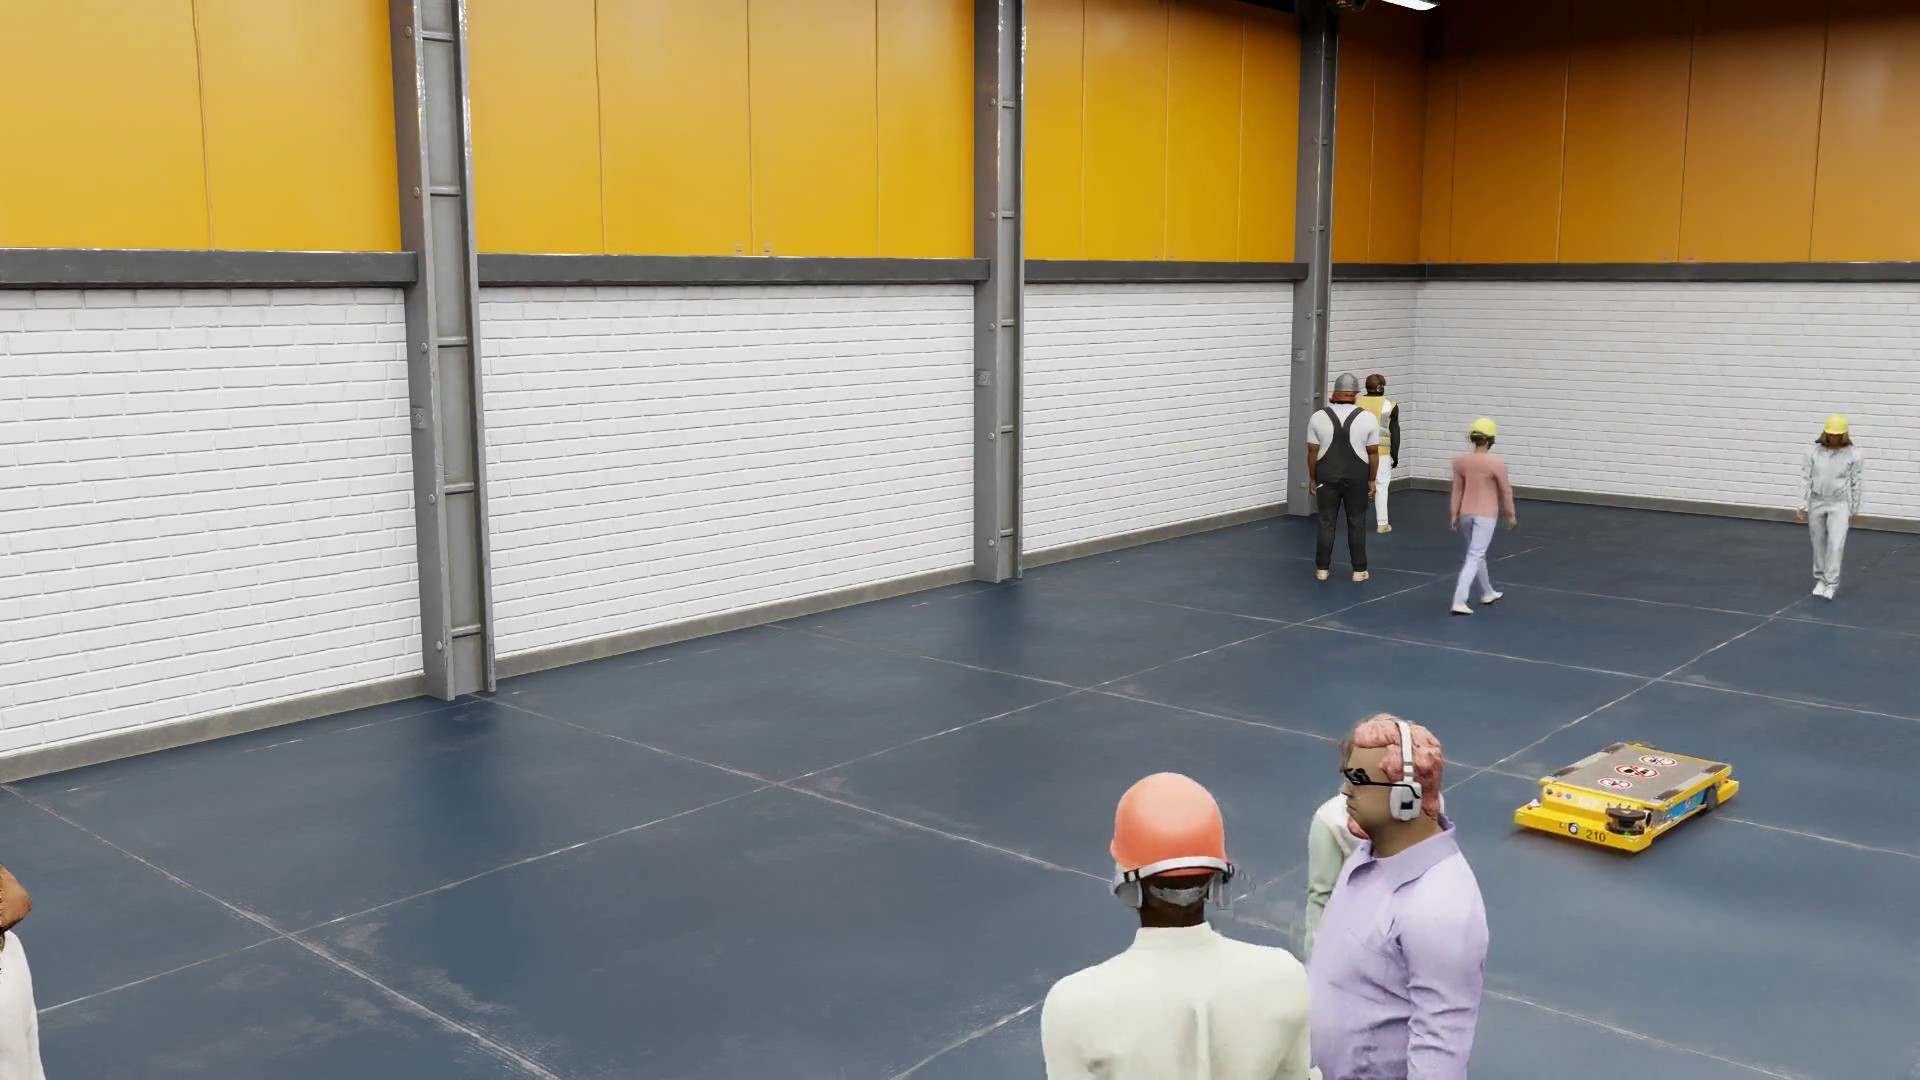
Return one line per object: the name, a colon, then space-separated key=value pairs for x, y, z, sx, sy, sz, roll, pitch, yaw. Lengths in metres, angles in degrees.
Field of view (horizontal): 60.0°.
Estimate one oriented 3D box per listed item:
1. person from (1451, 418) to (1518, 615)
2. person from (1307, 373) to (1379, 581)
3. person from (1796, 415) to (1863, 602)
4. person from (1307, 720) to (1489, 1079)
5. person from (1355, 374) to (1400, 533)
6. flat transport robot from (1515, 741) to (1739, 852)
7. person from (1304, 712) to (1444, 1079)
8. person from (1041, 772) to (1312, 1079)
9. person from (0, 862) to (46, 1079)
person: x=4.615 y=-0.215 z=14.720 sx=0.911 sy=1.721 sz=0.523 roll=-7 pitch=11 yaw=-35
person: x=3.750 y=-0.624 z=16.278 sx=0.685 sy=2.000 sz=0.535 roll=3 pitch=10 yaw=19
person: x=7.932 y=-0.287 z=15.227 sx=0.494 sy=1.702 sz=0.876 roll=7 pitch=12 yaw=38
person: x=1.044 y=1.378 z=4.126 sx=0.407 sy=1.908 sz=0.641 roll=0 pitch=9 yaw=-1
person: x=4.786 y=-1.005 z=19.300 sx=0.634 sy=1.839 sz=0.429 roll=5 pitch=10 yaw=27
flat transport robot: x=3.707 y=1.388 z=9.185 sx=0.652 sy=0.197 sz=1.431 roll=9 pitch=13 yaw=44
person: x=1.290 y=1.321 z=5.365 sx=0.548 sy=1.619 sz=0.475 roll=-5 pitch=10 yaw=-26
person: x=0.488 y=1.474 z=3.375 sx=0.630 sy=1.969 sz=0.781 roll=-3 pitch=9 yaw=-16
person: x=-2.361 y=1.522 z=4.076 sx=0.287 sy=1.631 sz=0.501 roll=-5 pitch=11 yaw=-31
